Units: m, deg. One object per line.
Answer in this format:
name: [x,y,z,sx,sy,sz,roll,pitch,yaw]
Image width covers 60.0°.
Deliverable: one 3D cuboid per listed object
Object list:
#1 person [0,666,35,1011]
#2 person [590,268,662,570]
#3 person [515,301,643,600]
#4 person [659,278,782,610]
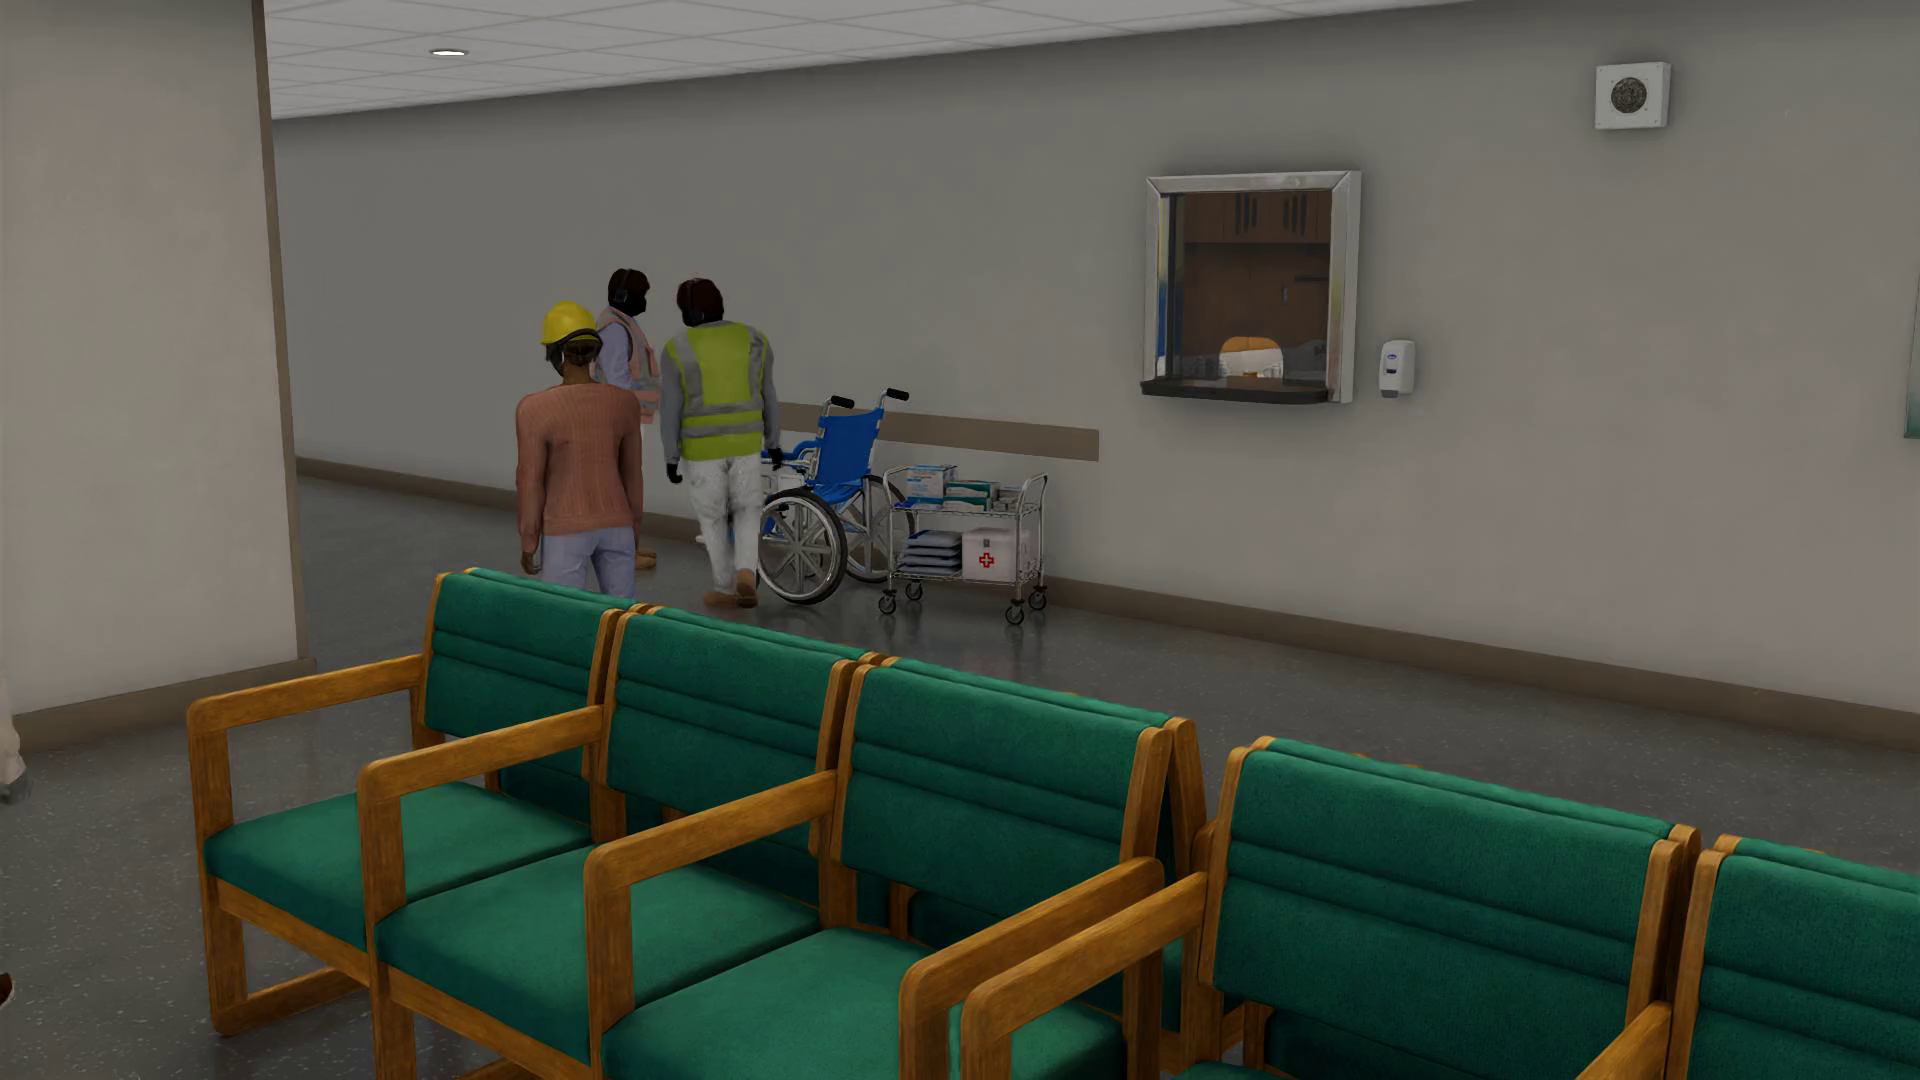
person: [-2.343,0.522,3.697,0.505,1.593,0.829,1,10,5]
person: [-2.043,-0.742,10.231,0.429,1.834,0.634,-1,10,-8]
person: [-1.461,-0.031,6.412,0.522,1.758,0.349,-8,13,-40]
person: [-1.265,-0.483,8.853,0.671,1.805,0.581,-5,11,-25]
